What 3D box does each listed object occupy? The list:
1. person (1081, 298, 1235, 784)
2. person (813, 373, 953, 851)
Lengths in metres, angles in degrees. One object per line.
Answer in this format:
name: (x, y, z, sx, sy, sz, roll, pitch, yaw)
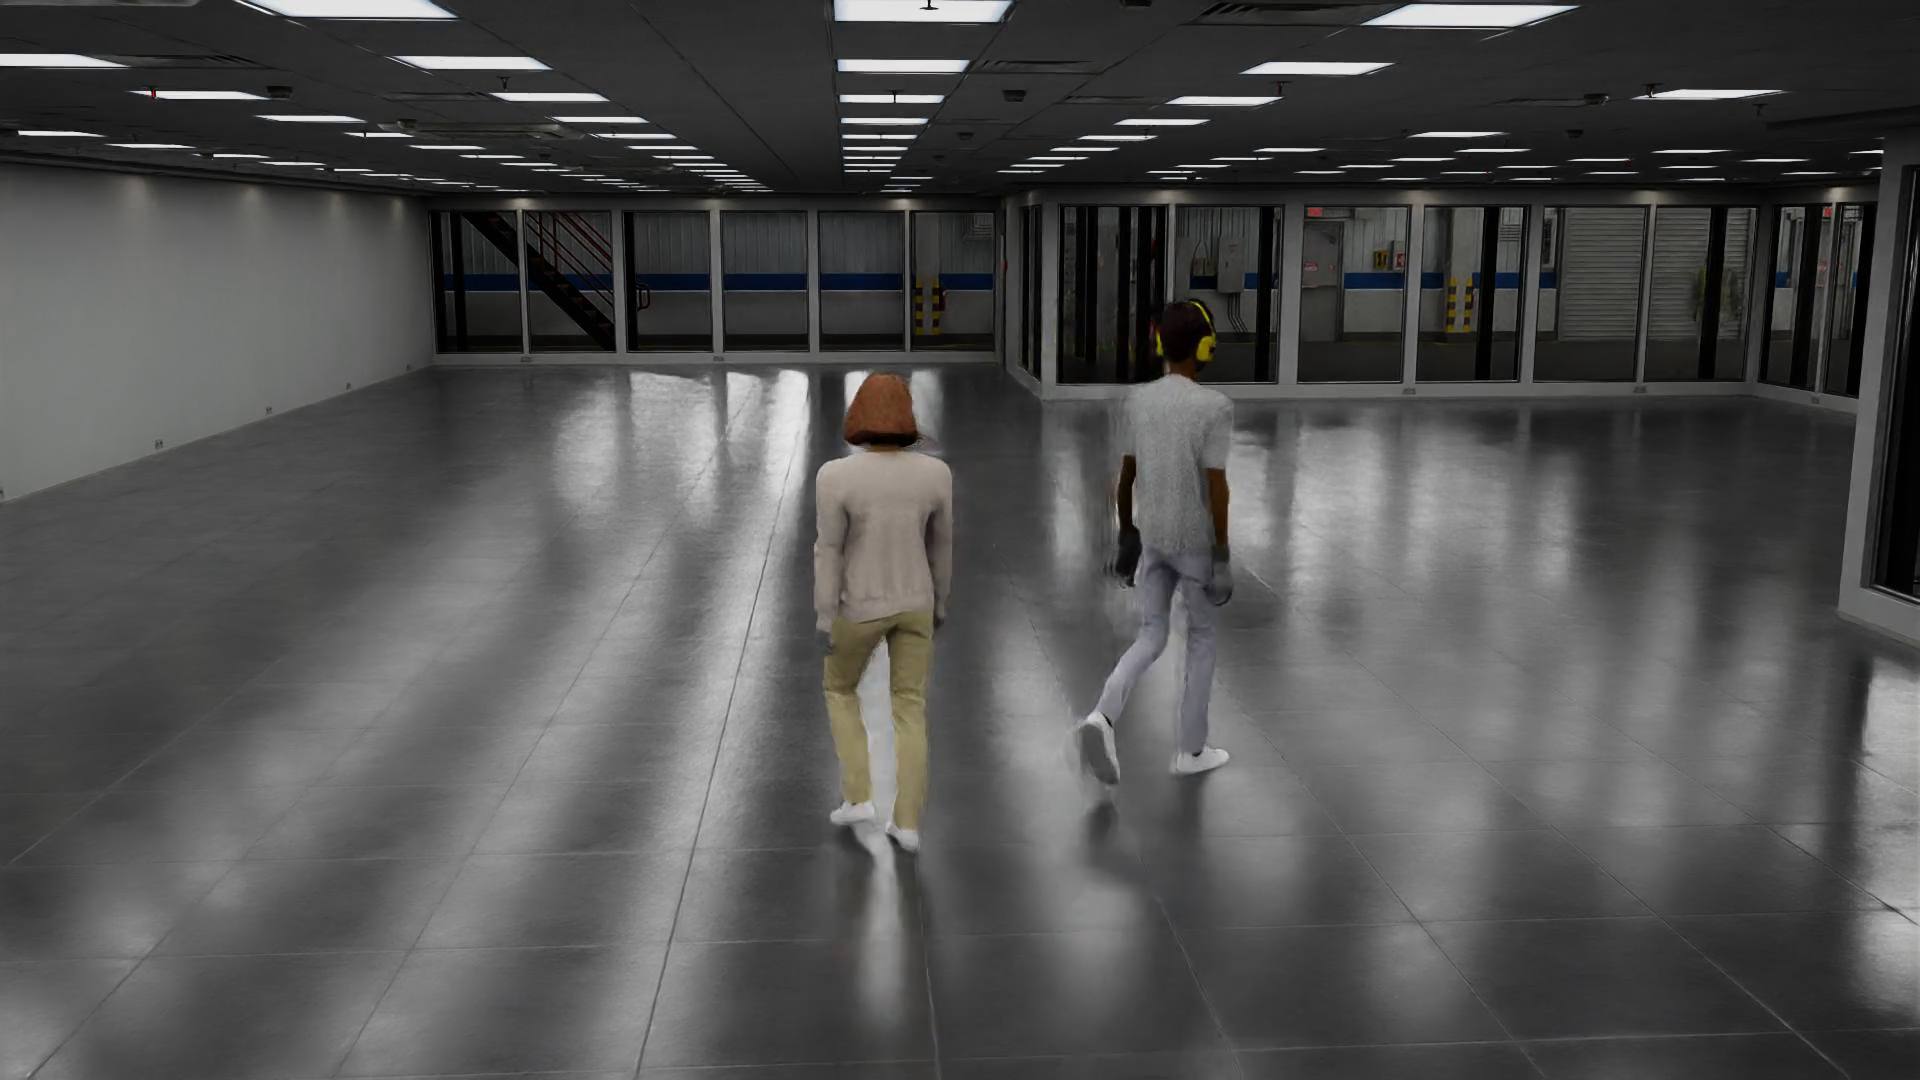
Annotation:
person: (0.772, 0.027, 6.219, 0.522, 1.850, 0.724, 9, 14, 42)
person: (-0.274, 0.243, 5.670, 0.516, 1.615, 0.502, -4, 11, -23)
